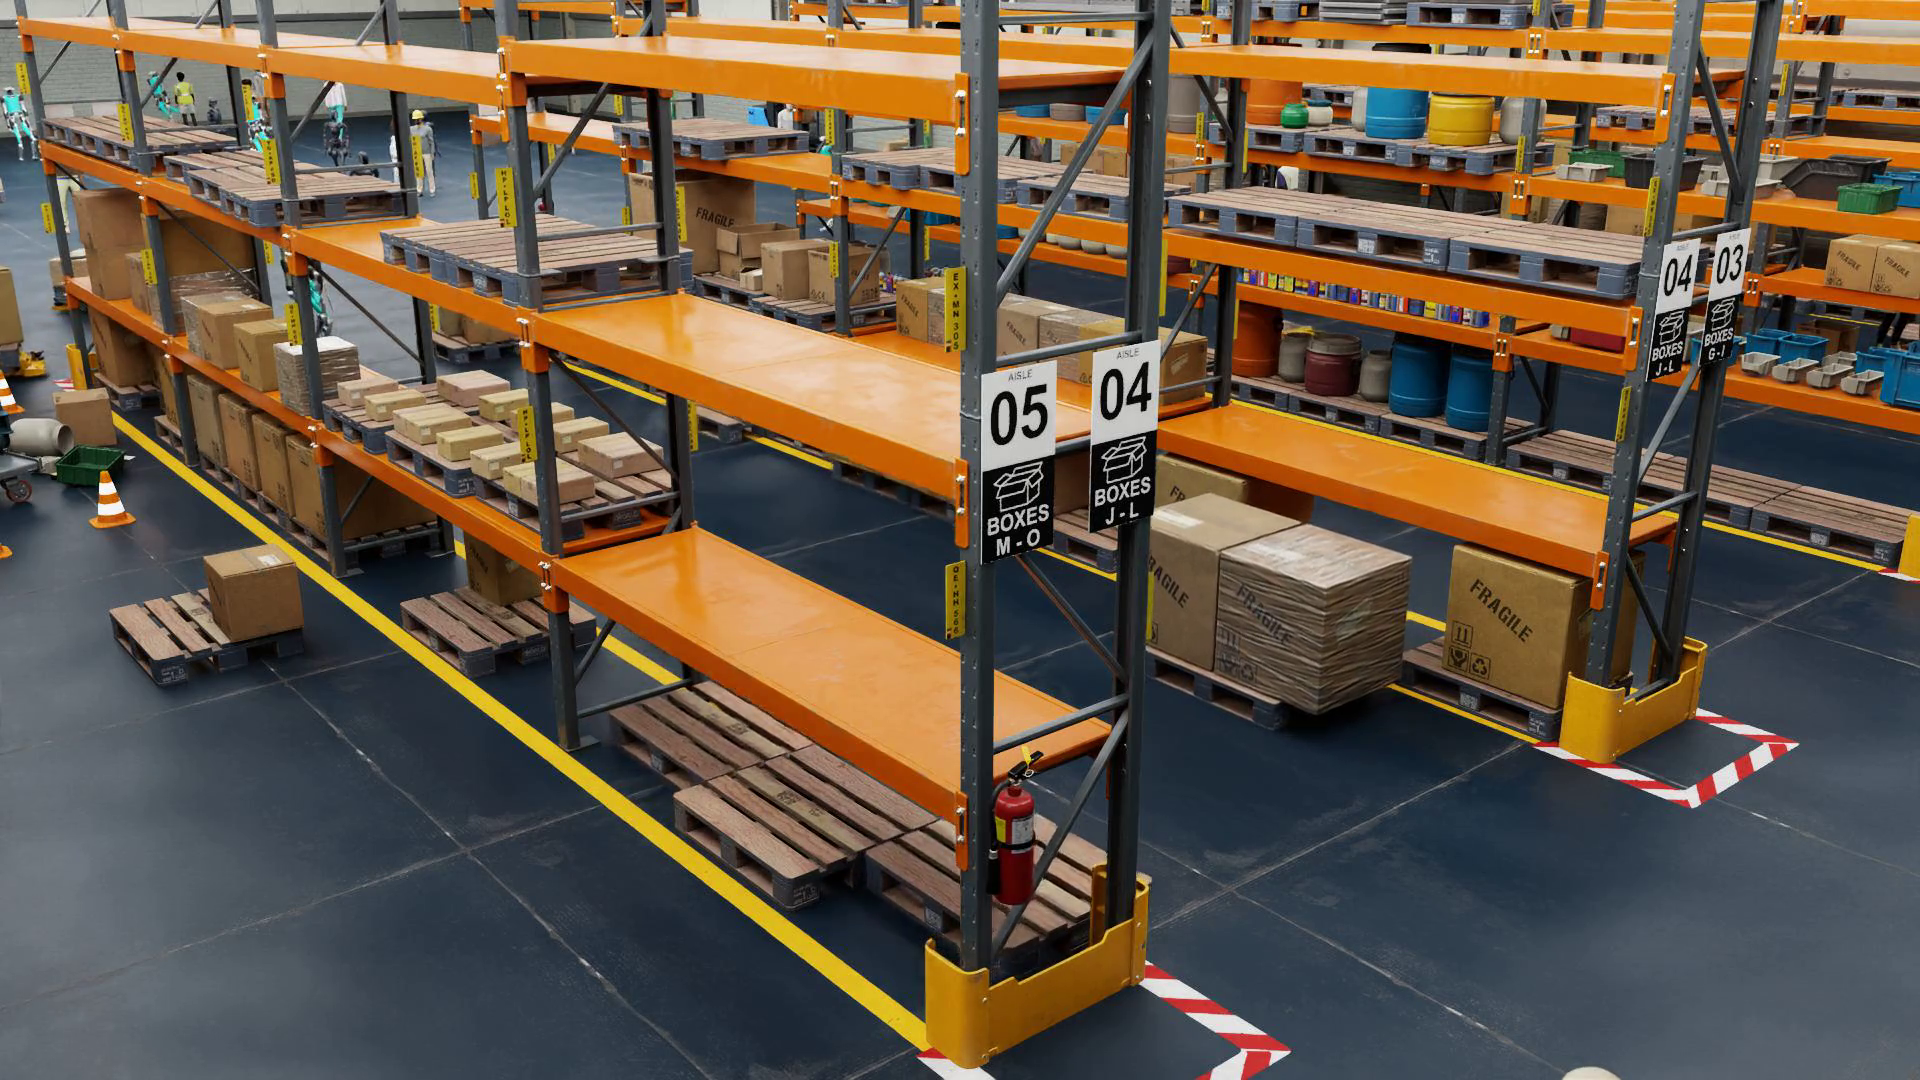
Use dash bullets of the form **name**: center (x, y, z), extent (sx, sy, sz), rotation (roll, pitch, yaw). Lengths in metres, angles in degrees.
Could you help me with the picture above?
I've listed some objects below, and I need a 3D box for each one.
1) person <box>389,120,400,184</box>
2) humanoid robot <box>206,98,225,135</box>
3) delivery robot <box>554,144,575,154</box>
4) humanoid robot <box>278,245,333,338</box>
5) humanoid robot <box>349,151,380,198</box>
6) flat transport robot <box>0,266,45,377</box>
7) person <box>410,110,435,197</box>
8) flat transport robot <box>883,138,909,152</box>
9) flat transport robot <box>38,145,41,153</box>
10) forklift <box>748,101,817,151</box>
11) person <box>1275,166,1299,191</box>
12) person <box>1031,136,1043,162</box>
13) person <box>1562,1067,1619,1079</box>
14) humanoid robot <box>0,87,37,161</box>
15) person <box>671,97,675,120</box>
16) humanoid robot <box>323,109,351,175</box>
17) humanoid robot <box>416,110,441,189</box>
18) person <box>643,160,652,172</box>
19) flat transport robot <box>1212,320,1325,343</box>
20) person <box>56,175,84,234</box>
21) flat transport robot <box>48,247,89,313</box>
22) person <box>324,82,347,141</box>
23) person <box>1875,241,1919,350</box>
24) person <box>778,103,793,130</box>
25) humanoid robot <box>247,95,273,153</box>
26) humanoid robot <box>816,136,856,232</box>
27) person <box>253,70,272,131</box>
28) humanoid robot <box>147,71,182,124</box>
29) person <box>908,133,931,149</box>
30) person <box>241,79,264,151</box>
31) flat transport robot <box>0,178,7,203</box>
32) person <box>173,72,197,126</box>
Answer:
- **person**: center (-10.589, -6.981, 31.422), extent (0.582, 1.877, 0.422), rotation (17, 26, 40)
- **humanoid robot**: center (-17.245, -9.428, 38.650), extent (0.424, 1.649, 0.603), rotation (3, 20, 8)
- **delivery robot**: center (-10.040, -10.033, 42.082), extent (0.499, 0.611, 0.814), rotation (-12, 23, -31)
- **humanoid robot**: center (-8.037, -3.109, 20.714), extent (0.767, 1.873, 0.557), rotation (12, 23, 30)
- **humanoid robot**: center (-10.104, -5.756, 28.197), extent (0.599, 1.646, 0.410), rotation (-16, 25, -37)
- **flat transport robot**: center (-11.663, -2.029, 19.712), extent (1.431, 0.231, 0.659), rotation (-10, 22, -25)
- **person**: center (-11.131, -7.984, 34.400), extent (0.532, 1.768, 0.309), rotation (0, 19, 1)
- **flat transport robot**: center (-1.178, -8.037, 36.809), extent (0.659, 0.231, 1.431), rotation (-8, 21, -22)
- **flat transport robot**: center (-23.203, -10.063, 42.574), extent (0.659, 0.231, 1.431), rotation (-10, 21, -25)
- **forklift**: center (-4.526, -11.368, 42.374), extent (1.129, 2.768, 1.873), rotation (-15, 24, -37)
- **person**: center (5.323, -5.480, 27.159), extent (0.373, 1.840, 0.568), rotation (14, 24, 35)
- **person**: center (1.348, -6.720, 30.818), extent (0.559, 1.756, 0.414), rotation (-17, 26, -41)
- **person**: center (1.742, 2.354, 4.931), extent (0.386, 1.797, 0.594), rotation (-15, 24, -36)
- **humanoid robot**: center (-22.772, -10.042, 40.314), extent (0.566, 1.778, 0.860), rotation (-17, 26, -41)
- **person**: center (-7.452, -10.777, 42.117), extent (0.511, 1.923, 1.028), rotation (-6, 20, -17)
- **humanoid robot**: center (-13.512, -8.509, 36.098), extent (0.590, 1.626, 0.739), rotation (-1, 19, -2)
- **humanoid robot**: center (-11.452, -8.354, 35.597), extent (0.418, 1.649, 0.612), rotation (15, 24, 37)
- **person**: center (-5.194, -5.939, 28.305), extent (0.368, 1.955, 0.602), rotation (0, 19, -1)
- **flat transport robot**: center (4.019, -2.705, 21.635), extent (0.659, 0.231, 1.431), rotation (-13, 23, -33)
- **person**: center (-16.081, -6.477, 29.926), extent (0.523, 1.893, 0.400), rotation (-13, 23, -32)
- **flat transport robot**: center (-12.050, -3.416, 23.657), extent (1.431, 0.231, 0.659), rotation (-1, 19, -4)
- **person**: center (-16.914, -11.800, 45.106), extent (0.507, 1.872, 0.982), rotation (-5, 20, -15)
- **person**: center (11.663, -3.076, 20.555), extent (0.535, 1.682, 0.343), rotation (-13, 23, -32)
- **person**: center (-3.737, -8.801, 36.535), extent (0.571, 1.897, 0.362), rotation (-6, 20, -17)
- **humanoid robot**: center (-16.067, -9.306, 38.215), extent (0.907, 1.763, 0.547), rotation (11, 22, 30)
- **humanoid robot**: center (-2.161, -6.437, 30.128), extent (1.036, 1.773, 0.542), rotation (-15, 24, -36)
- **person**: center (-19.938, -12.660, 47.547), extent (0.402, 1.876, 0.494), rotation (8, 21, 23)
- **humanoid robot**: center (-22.209, -12.250, 46.613), extent (0.586, 1.776, 0.907), rotation (11, 22, 28)
- **person**: center (-0.801, -7.498, 33.051), extent (0.483, 1.740, 0.314), rotation (-4, 20, -11)
- **person**: center (-17.864, -10.706, 42.017), extent (0.788, 1.853, 0.403), rotation (9, 21, 23)
- **flat transport robot**: center (-19.140, -6.313, 31.903), extent (0.659, 0.231, 1.431), rotation (-1, 19, -3)
- **person**: center (-21.745, -12.261, 46.684), extent (0.541, 1.697, 0.322), rotation (-15, 24, -36)
